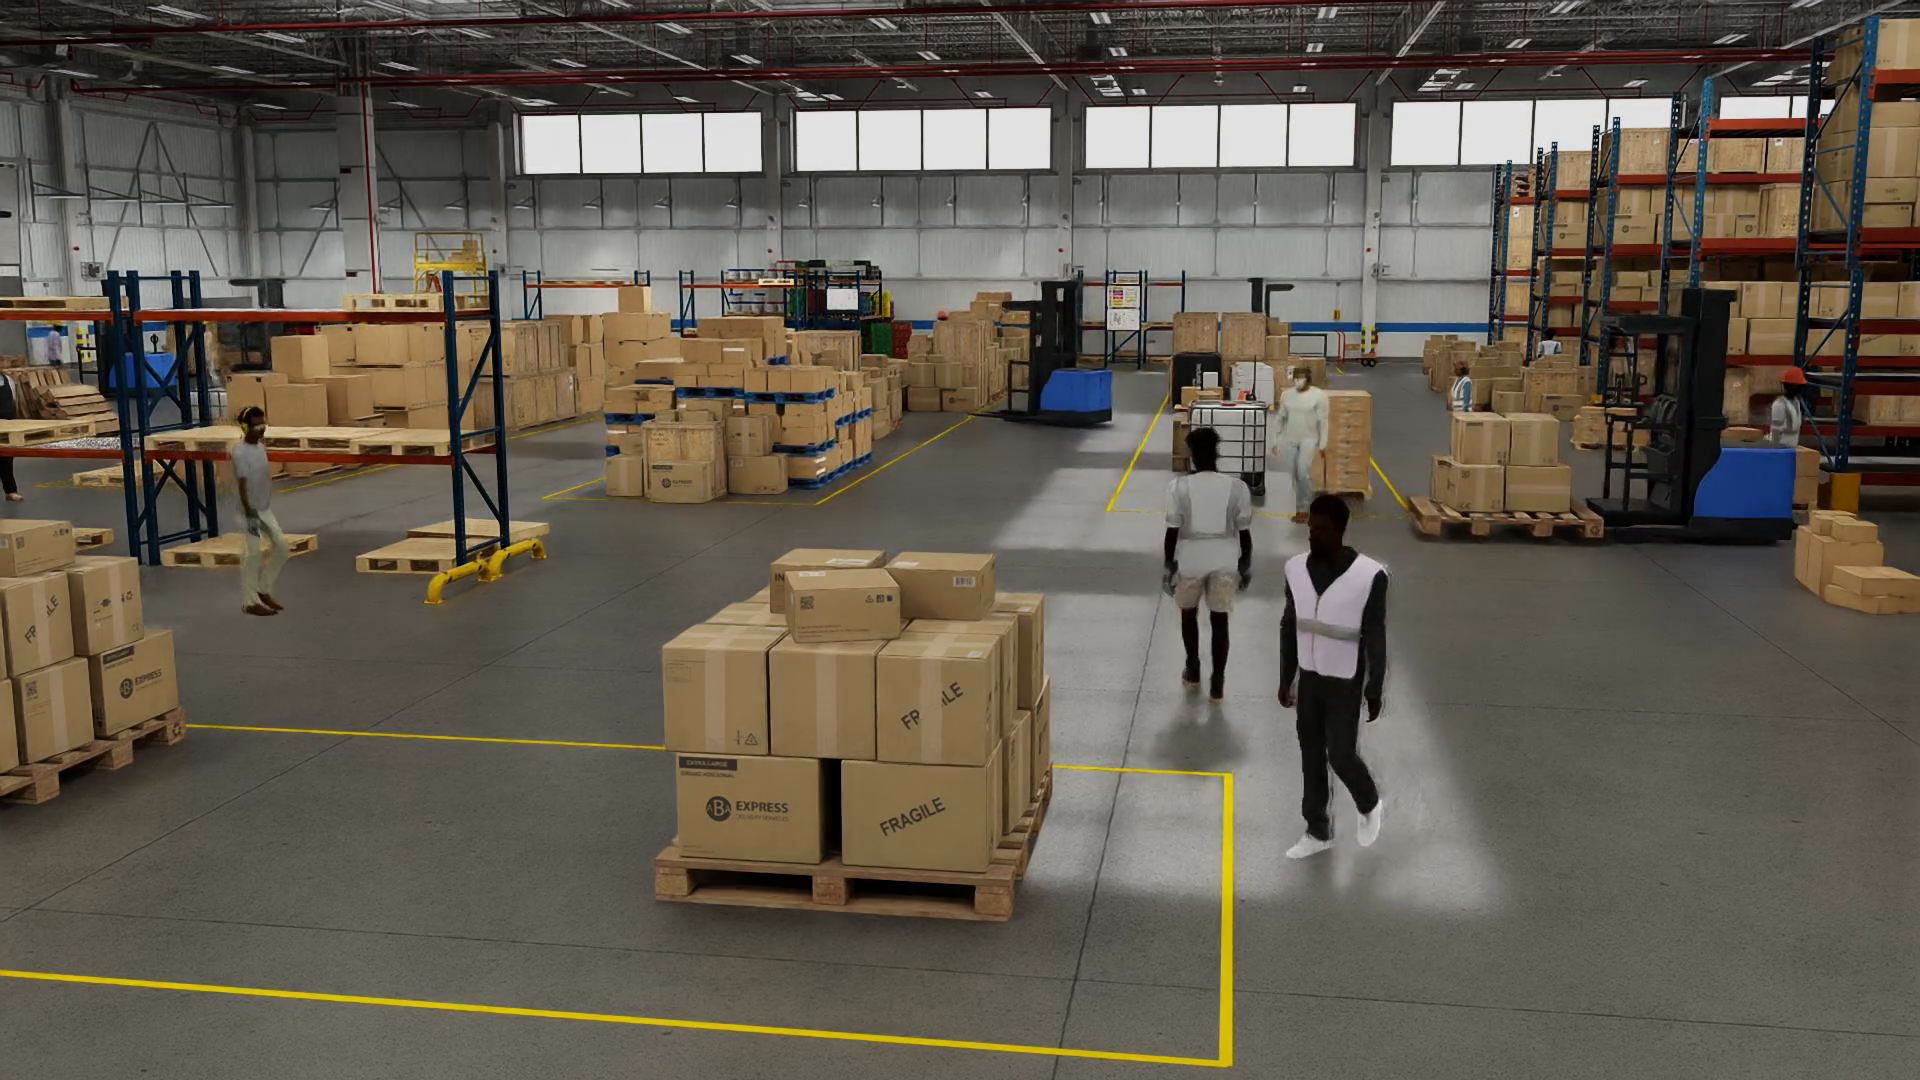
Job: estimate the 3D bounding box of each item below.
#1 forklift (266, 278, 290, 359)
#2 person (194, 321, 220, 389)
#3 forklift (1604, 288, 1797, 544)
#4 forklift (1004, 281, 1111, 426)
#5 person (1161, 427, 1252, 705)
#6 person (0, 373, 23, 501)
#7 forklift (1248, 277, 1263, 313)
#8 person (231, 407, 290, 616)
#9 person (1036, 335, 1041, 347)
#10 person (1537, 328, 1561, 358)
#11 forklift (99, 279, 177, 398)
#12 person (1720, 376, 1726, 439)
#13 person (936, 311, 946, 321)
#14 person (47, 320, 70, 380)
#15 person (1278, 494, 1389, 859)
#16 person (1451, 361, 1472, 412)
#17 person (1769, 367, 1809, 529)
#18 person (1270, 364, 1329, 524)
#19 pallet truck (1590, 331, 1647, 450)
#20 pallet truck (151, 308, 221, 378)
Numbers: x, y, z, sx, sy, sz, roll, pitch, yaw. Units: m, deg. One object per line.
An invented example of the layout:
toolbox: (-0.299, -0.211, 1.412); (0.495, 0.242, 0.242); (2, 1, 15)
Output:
forklift: (-17.637, -5.370, 43.033); (1.873, 2.768, 1.129); (-3, 10, -17)
person: (-18.161, -4.362, 39.857); (0.594, 1.887, 0.853); (6, 11, 34)
forklift: (8.322, -1.426, 18.706); (1.873, 2.768, 1.129); (1, 9, 9)
forklift: (1.962, -3.708, 32.780); (1.873, 2.768, 1.129); (6, 11, 34)
person: (1.752, 0.159, 11.855); (0.670, 1.921, 0.849); (0, 9, 1)
person: (-12.586, -1.491, 21.691); (0.537, 2.000, 0.682); (6, 11, 34)
forklift: (8.566, -6.215, 48.244); (1.873, 2.768, 1.129); (1, 9, 9)
person: (-6.138, -0.233, 14.530); (0.429, 1.850, 0.522); (2, 9, 13)
person: (2.101, -4.212, 39.193); (0.654, 1.802, 0.901); (1, 9, 3)
person: (13.661, -4.061, 38.597); (0.537, 1.696, 0.321); (3, 10, 17)
forklift: (-19.604, -4.721, 39.029); (1.873, 2.768, 1.129); (1, 9, 9)
person: (9.173, -1.244, 20.530); (0.642, 1.926, 0.619); (-8, 12, -42)
person: (-0.486, -5.352, 45.885); (0.406, 1.924, 0.563); (-3, 10, -16)
person: (-21.844, -4.439, 40.351); (0.870, 1.874, 0.747); (-8, 12, -41)
person: (1.927, 0.704, 8.575); (0.474, 1.907, 0.608); (-9, 13, -43)
person: (7.832, -1.982, 25.983); (0.317, 1.631, 0.522); (-1, 9, -4)
person: (9.671, -1.095, 19.666); (0.544, 1.917, 0.681); (-9, 13, -43)
person: (4.054, -1.143, 19.932); (0.625, 1.912, 0.624); (9, 13, 42)
pallet truck: (11.253, -2.573, 28.499); (0.823, 1.965, 1.885); (5, 10, 27)
pallet truck: (-21.869, -5.598, 47.154); (0.823, 1.965, 1.885); (4, 10, 26)
